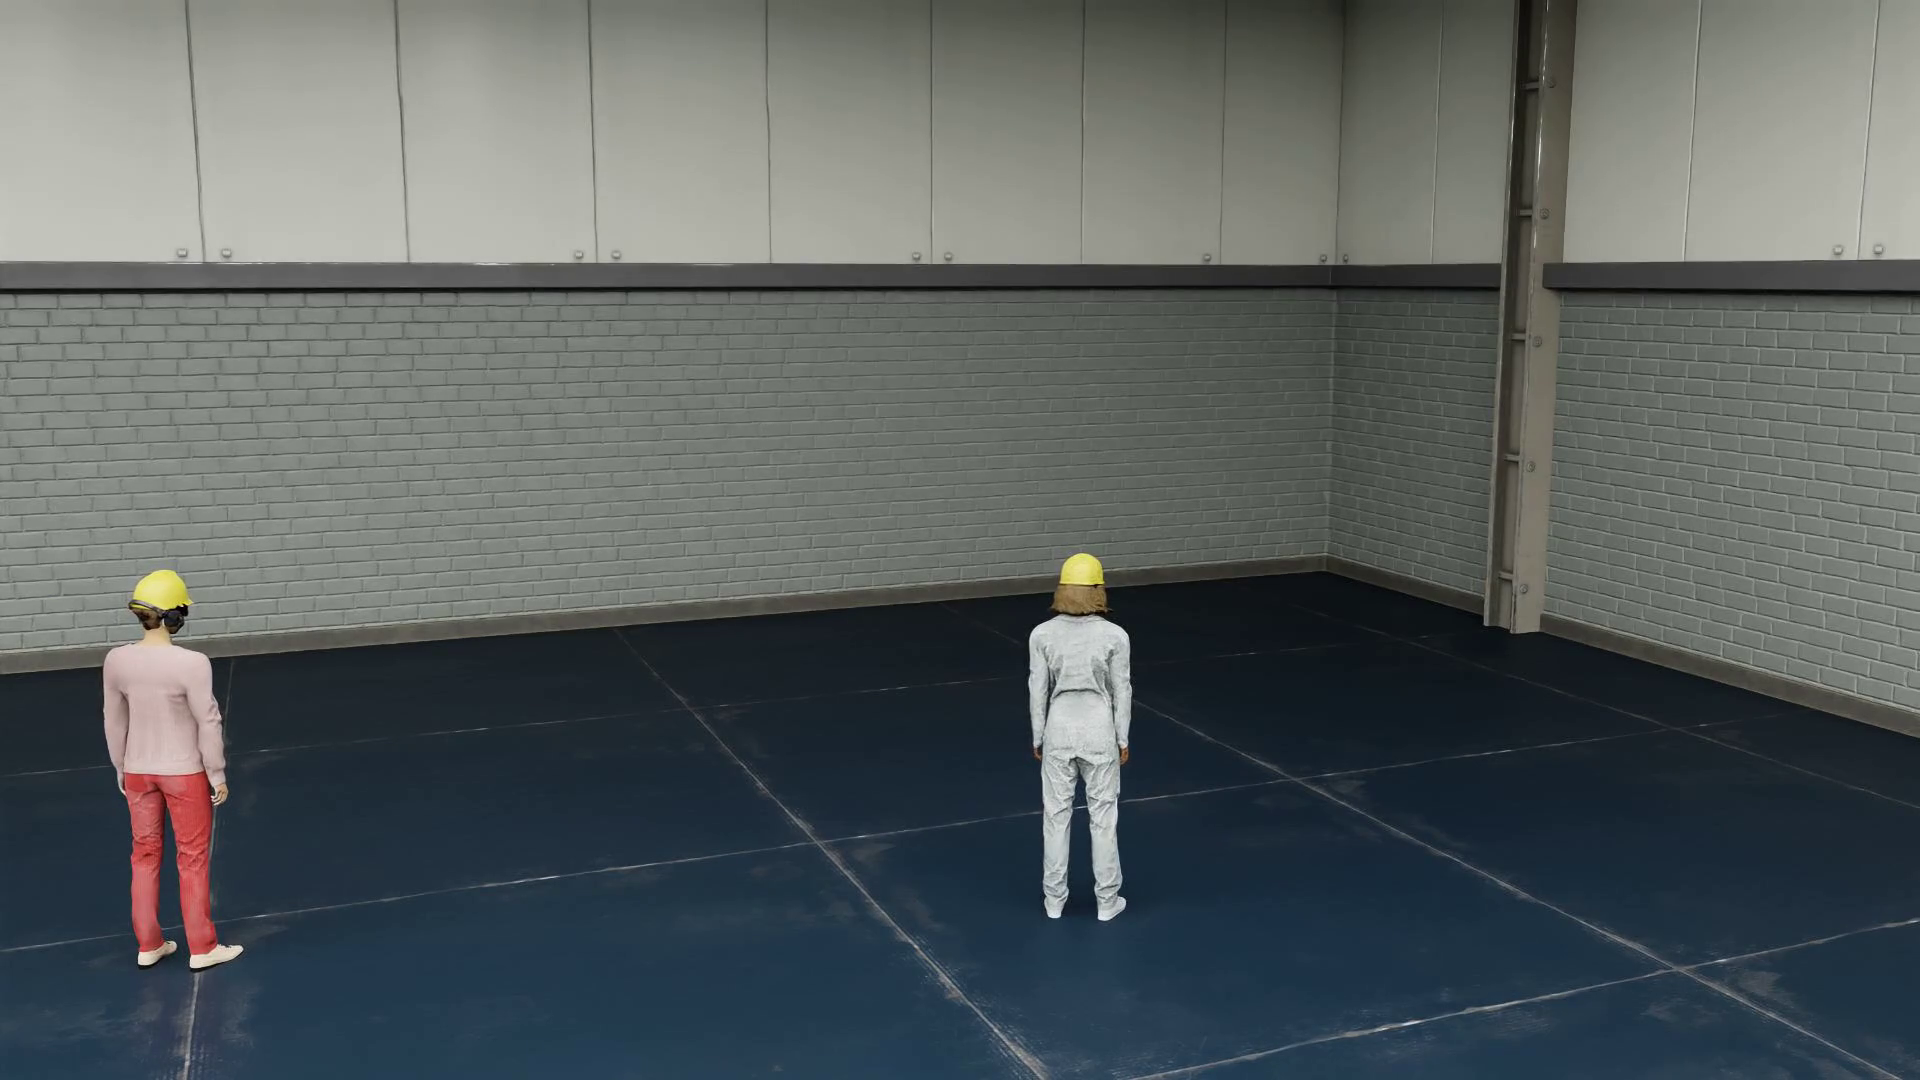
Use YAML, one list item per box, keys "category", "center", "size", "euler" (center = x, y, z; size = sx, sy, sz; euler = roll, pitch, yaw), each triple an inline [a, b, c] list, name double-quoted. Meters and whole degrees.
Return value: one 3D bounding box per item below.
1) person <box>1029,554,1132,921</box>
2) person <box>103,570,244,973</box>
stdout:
- category: "person"
  center: [0.570, 0.928, 7.845]
  size: [0.483, 1.736, 0.311]
  euler: [2, 9, 12]
- category: "person"
  center: [-3.442, 1.006, 7.263]
  size: [0.534, 1.767, 0.317]
  euler: [2, 9, 11]
